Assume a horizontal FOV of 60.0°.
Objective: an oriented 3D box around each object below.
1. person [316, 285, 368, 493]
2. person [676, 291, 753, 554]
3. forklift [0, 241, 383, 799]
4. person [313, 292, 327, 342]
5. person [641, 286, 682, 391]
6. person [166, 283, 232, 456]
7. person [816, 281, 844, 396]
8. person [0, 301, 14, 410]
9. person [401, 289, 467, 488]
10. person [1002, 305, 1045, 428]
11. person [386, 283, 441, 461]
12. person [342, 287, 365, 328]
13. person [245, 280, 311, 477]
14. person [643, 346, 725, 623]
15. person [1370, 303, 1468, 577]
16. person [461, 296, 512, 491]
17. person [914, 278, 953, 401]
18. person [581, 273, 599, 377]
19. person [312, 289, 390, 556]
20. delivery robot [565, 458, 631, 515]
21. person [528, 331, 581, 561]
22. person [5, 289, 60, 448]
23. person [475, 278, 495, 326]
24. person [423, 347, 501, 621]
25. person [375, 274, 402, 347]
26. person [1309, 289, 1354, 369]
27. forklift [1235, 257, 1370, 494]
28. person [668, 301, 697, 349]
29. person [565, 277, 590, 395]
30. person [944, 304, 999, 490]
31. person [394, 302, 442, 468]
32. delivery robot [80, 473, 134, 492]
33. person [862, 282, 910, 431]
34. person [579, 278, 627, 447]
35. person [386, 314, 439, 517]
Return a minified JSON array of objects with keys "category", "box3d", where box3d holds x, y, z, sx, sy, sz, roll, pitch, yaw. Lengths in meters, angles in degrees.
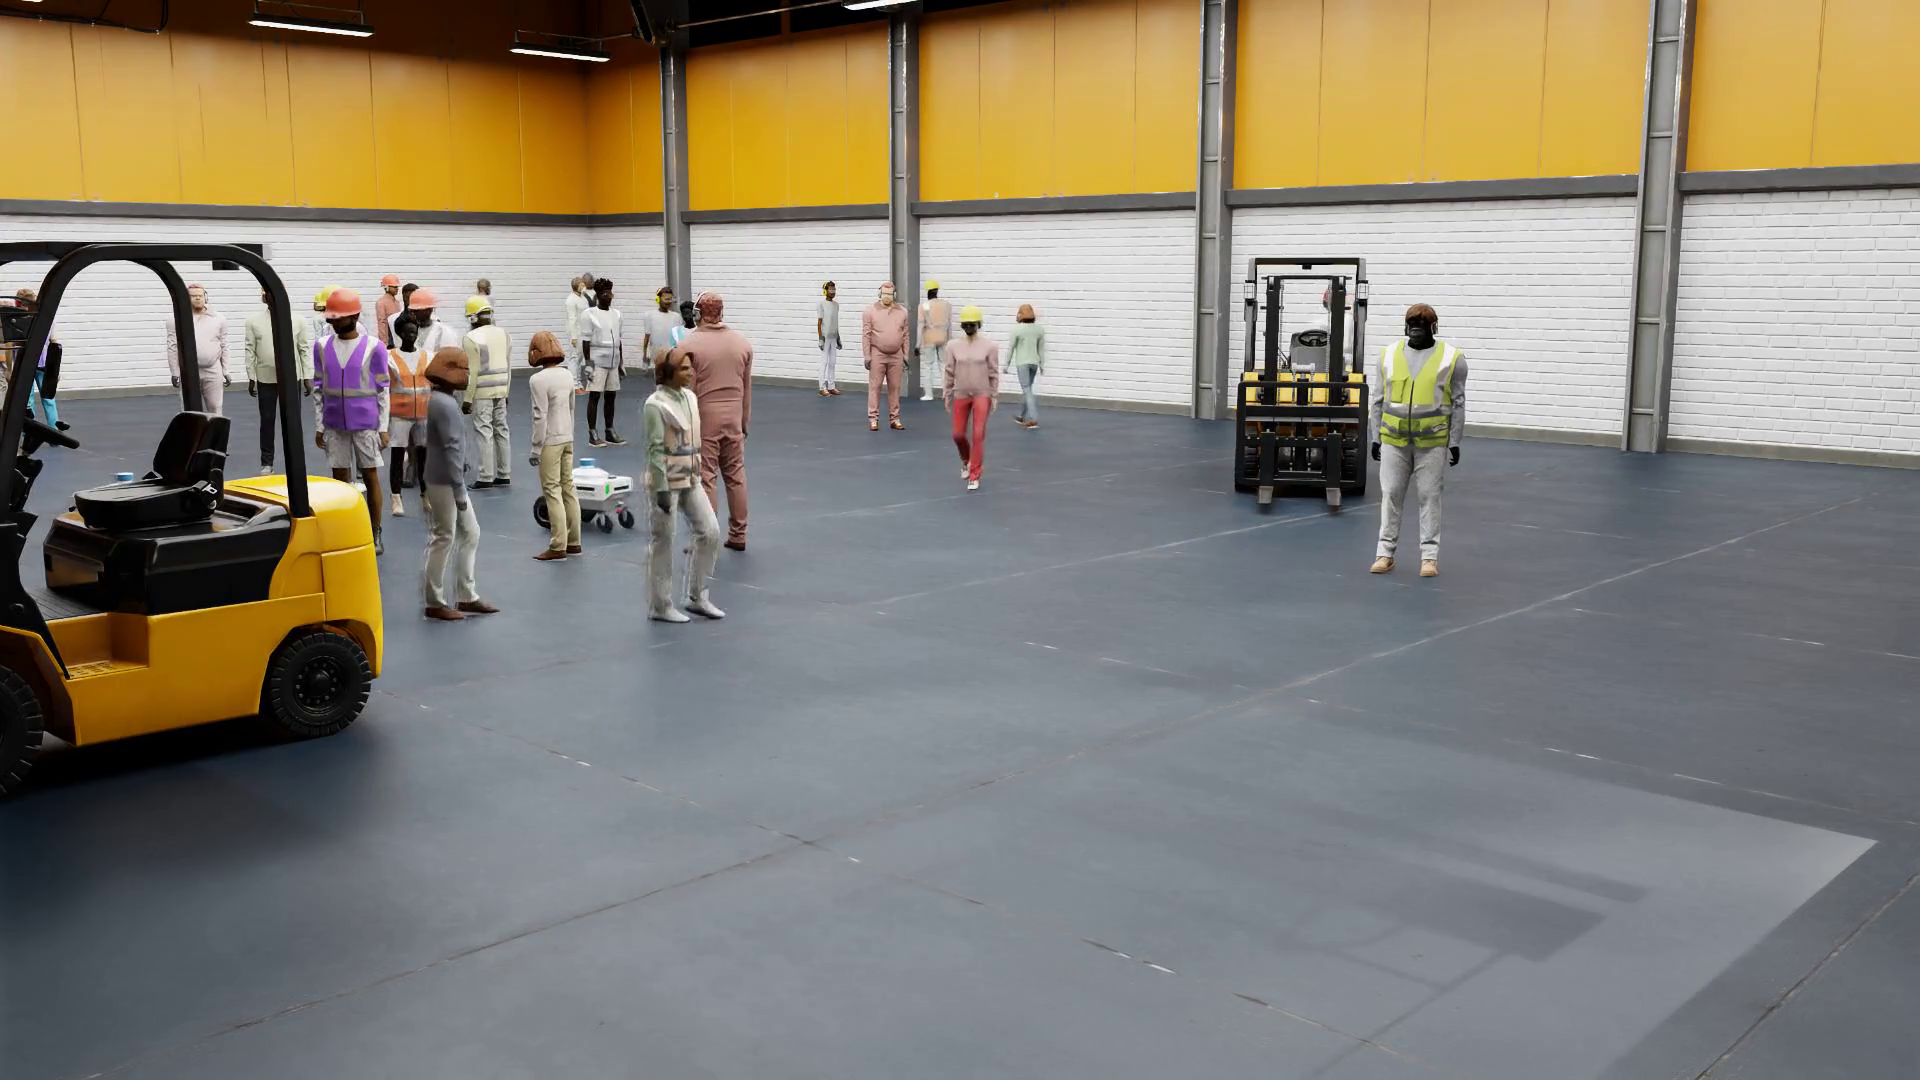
[{"category":"person","box3d":[-5.696,-1.383,15.349,0.594,1.922,0.379,6,11,31]},{"category":"person","box3d":[-1.809,-0.843,12.088,0.640,1.910,0.401,-8,12,-41]},{"category":"forklift","box3d":[-3.706,-0.171,7.093,1.214,2.155,2.313,9,13,43]},{"category":"person","box3d":[-9.082,-2.677,23.839,0.325,1.740,0.493,4,10,21]},{"category":"person","box3d":[-3.602,-2.200,20.583,0.567,1.844,0.689,-6,11,-33]},{"category":"person","box3d":[-8.353,-1.857,18.296,0.641,1.913,0.407,-6,11,-33]},{"category":"person","box3d":[-2.127,-3.288,27.197,0.328,1.872,0.508,7,12,36]},{"category":"person","box3d":[-12.947,-2.422,22.601,0.514,1.636,0.315,4,10,22]},{"category":"person","box3d":[-5.077,-1.467,16.007,0.567,1.893,0.969,2,9,9]},{"category":"person","box3d":[0.821,-2.287,21.870,0.513,1.592,0.820,-6,11,-31]},{"category":"person","box3d":[-5.854,-1.793,17.876,0.593,1.921,0.392,0,9,2]},{"category":"person","box3d":[-9.276,-2.991,25.582,0.595,1.802,0.692,7,12,37]},{"category":"person","box3d":[-6.790,-1.618,16.575,0.608,1.995,0.377,-3,10,-20]},{"category":"person","box3d":[-1.595,-0.307,9.650,0.537,1.619,0.549,4,10,22]},{"category":"person","box3d":[3.076,-0.672,11.239,0.619,1.845,0.430,4,10,25]},{"category":"person","box3d":[-4.441,-1.365,15.549,0.403,1.822,0.589,4,10,25]},{"category":"person","box3d":[-0.411,-3.140,26.125,0.626,1.925,0.385,-5,10,-26]},{"category":"person","box3d":[-6.826,-3.914,30.509,0.701,2.000,1.004,-5,11,-29]},{"category":"person","box3d":[-4.384,-0.835,11.975,0.542,1.930,0.374,0,9,-1]},{"category":"delivery robot","box3d":[-2.971,-0.408,13.268,0.707,0.478,0.477,5,10,28]},{"category":"person","box3d":[-2.905,-0.665,11.833,0.279,1.632,0.507,3,10,17]},{"category":"person","box3d":[-10.687,-1.969,19.180,0.372,1.843,0.570,9,13,44]},{"category":"person","box3d":[-7.692,-3.283,26.990,0.659,1.921,0.442,9,13,43]},{"category":"person","box3d":[-2.955,-0.323,9.769,0.457,1.616,0.537,-3,10,-15]},{"category":"person","box3d":[-8.594,-3.022,25.182,0.396,1.992,0.617,1,9,8]},{"category":"person","box3d":[4.162,-1.883,18.578,0.610,1.868,0.412,-1,9,-8]},{"category":"forklift","box3d":[3.309,-1.629,16.029,1.214,2.155,2.313,2,9,11]},{"category":"person","box3d":[-3.181,-1.969,19.631,0.540,1.696,0.317,0,9,2]},{"category":"person","box3d":[-6.288,-3.354,27.386,0.379,1.940,0.629,1,9,4]},{"category":"person","box3d":[0.117,-1.360,15.750,0.527,1.751,0.517,2,9,10]},{"category":"person","box3d":[-5.564,-1.646,17.224,0.514,1.837,0.334,-2,10,-14]},{"category":"delivery robot","box3d":[-6.162,-0.255,12.309,0.707,0.478,0.477,5,11,25]},{"category":"person","box3d":[-0.940,-2.353,21.372,0.636,1.903,0.405,-4,10,-21]},{"category":"person","box3d":[-4.155,-2.071,19.435,0.373,1.966,0.607,7,12,37]},{"category":"person","box3d":[-4.627,-1.052,14.007,0.533,1.699,0.318,-7,11,-35]}]
